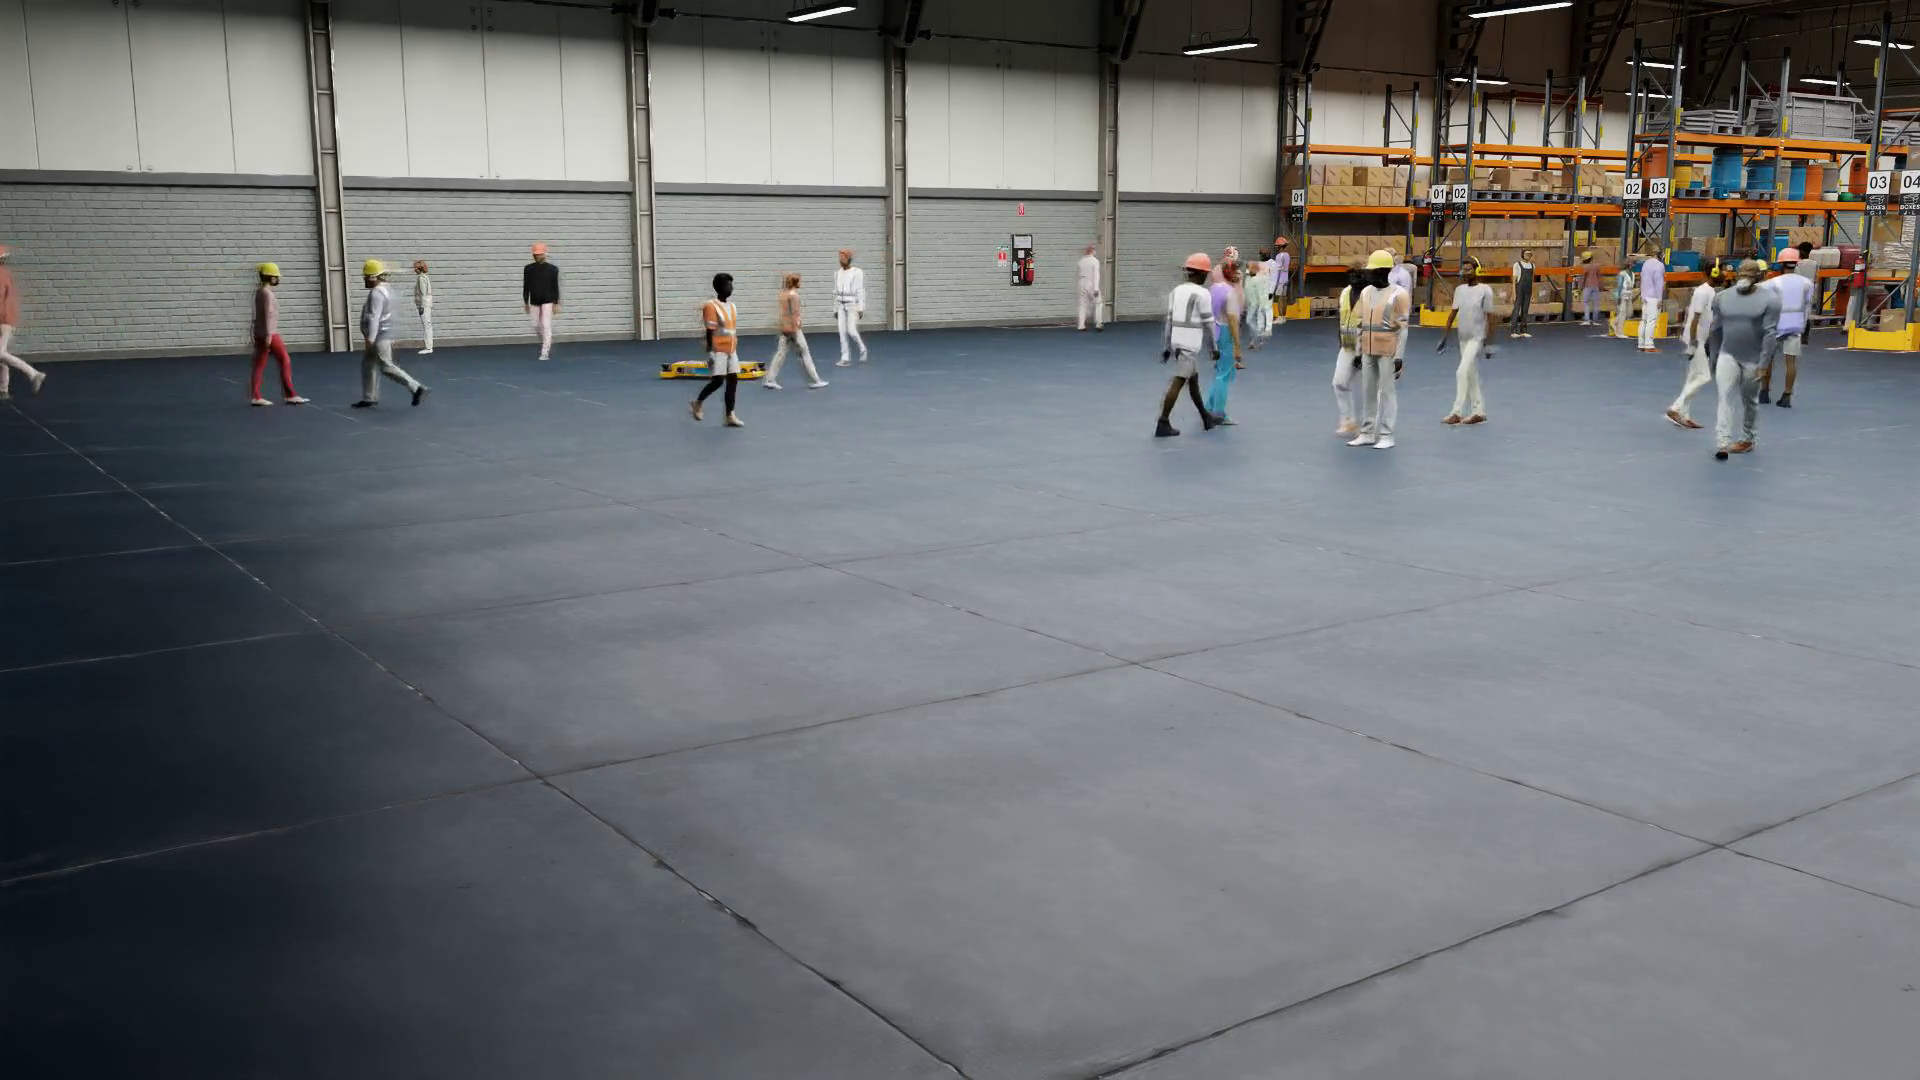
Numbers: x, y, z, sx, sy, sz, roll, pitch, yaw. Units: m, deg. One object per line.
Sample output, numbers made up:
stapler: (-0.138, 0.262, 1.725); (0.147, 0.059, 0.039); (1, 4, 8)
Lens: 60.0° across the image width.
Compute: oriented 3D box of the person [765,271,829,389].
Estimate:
person: (-2.252, -2.831, 22.497); (0.864, 1.594, 0.512); (-5, 11, -25)

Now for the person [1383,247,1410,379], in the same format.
person: (6.182, -3.279, 24.113); (0.405, 1.906, 0.687); (-7, 13, -35)

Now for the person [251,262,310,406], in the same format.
person: (-8.358, -2.508, 20.329); (0.770, 1.735, 0.542); (-8, 13, -37)

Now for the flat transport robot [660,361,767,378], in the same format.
flat transport robot: (-3.593, -2.493, 24.278); (1.431, 0.197, 0.652); (1, 10, 6)

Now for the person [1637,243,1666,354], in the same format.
person: (12.242, -4.262, 29.407); (0.355, 1.936, 0.635); (-1, 10, -3)

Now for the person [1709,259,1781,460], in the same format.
person: (7.294, -1.680, 15.517); (0.628, 1.868, 1.052); (8, 13, 37)

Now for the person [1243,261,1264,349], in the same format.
person: (5.352, -4.301, 30.494); (0.390, 1.618, 0.517); (-3, 11, -14)

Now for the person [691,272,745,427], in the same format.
person: (-2.626, -2.057, 18.008); (0.546, 1.682, 0.543); (6, 12, 30)

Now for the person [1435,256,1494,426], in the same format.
person: (5.472, -2.161, 18.159); (0.829, 1.837, 0.514); (-5, 11, -24)

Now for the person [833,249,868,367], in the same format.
person: (-1.758, -3.696, 26.495); (0.596, 1.866, 0.495); (7, 13, 35)

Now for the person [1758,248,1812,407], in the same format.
person: (10.038, -2.590, 20.300); (0.572, 1.905, 0.782); (1, 10, 5)

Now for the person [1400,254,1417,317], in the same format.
person: (11.462, -6.525, 42.673); (0.494, 1.624, 0.279); (4, 11, 21)

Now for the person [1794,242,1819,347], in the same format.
person: (15.758, -4.591, 31.130); (0.607, 1.966, 0.367); (-5, 12, -27)

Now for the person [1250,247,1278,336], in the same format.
person: (6.355, -5.186, 34.746); (0.429, 1.840, 0.624); (-5, 11, -25)

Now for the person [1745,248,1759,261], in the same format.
person: (15.438, -4.787, 32.551); (0.429, 1.844, 0.627); (7, 13, 35)

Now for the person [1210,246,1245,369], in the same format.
person: (4.201, -3.621, 25.991); (0.401, 1.904, 0.640); (-7, 13, -35)

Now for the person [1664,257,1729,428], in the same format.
person: (7.943, -2.101, 17.840); (0.432, 1.842, 0.534); (5, 11, 26)

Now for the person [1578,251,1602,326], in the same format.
person: (14.618, -5.811, 38.504); (0.666, 1.719, 0.329); (-4, 11, -22)

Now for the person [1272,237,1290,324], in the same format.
person: (7.549, -6.109, 39.239); (0.371, 2.044, 0.608); (6, 12, 30)

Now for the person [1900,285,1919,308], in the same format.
person: (19.201, -4.975, 33.356); (0.631, 1.932, 0.372); (4, 11, 23)

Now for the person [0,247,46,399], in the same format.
person: (-12.091, -2.762, 21.065); (0.653, 1.982, 0.631); (-5, 12, -27)

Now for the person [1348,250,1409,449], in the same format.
person: (4.078, -1.849, 16.208); (0.381, 1.925, 0.593); (-7, 13, -34)

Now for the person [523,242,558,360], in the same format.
person: (-7.023, -4.019, 28.011); (0.615, 1.972, 0.672); (1, 10, 7)

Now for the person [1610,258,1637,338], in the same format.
person: (13.489, -4.916, 33.835); (0.530, 1.622, 0.435); (-7, 13, -36)

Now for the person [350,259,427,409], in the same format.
person: (-6.867, -2.452, 19.877); (0.845, 1.797, 0.586); (-3, 11, -16)

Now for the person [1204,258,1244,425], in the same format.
person: (2.888, -2.148, 18.173); (0.427, 1.817, 0.658); (-1, 10, -4)

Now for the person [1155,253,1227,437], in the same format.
person: (2.437, -2.019, 17.259); (1.012, 1.874, 0.544); (-5, 12, -26)

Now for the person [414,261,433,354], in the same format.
person: (-9.465, -4.104, 29.361); (0.308, 1.639, 0.510); (-2, 11, -13)

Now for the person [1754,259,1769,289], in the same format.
person: (12.090, -3.380, 25.155); (0.532, 1.724, 0.899); (6, 12, 29)

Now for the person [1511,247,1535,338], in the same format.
person: (11.494, -5.039, 33.916); (0.504, 1.847, 0.345); (-4, 11, -20)

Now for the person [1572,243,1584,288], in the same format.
person: (15.948, -6.703, 42.938); (0.355, 1.883, 0.575); (-7, 13, -34)

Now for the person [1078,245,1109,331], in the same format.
person: (2.922, -5.490, 36.299); (0.815, 1.876, 0.692); (-8, 13, -36)

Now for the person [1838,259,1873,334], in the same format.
person: (19.022, -5.137, 35.131); (0.825, 1.602, 0.506); (-4, 11, -20)

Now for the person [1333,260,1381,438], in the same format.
person: (4.072, -1.937, 16.984); (0.577, 1.815, 0.656); (-8, 13, -36)
